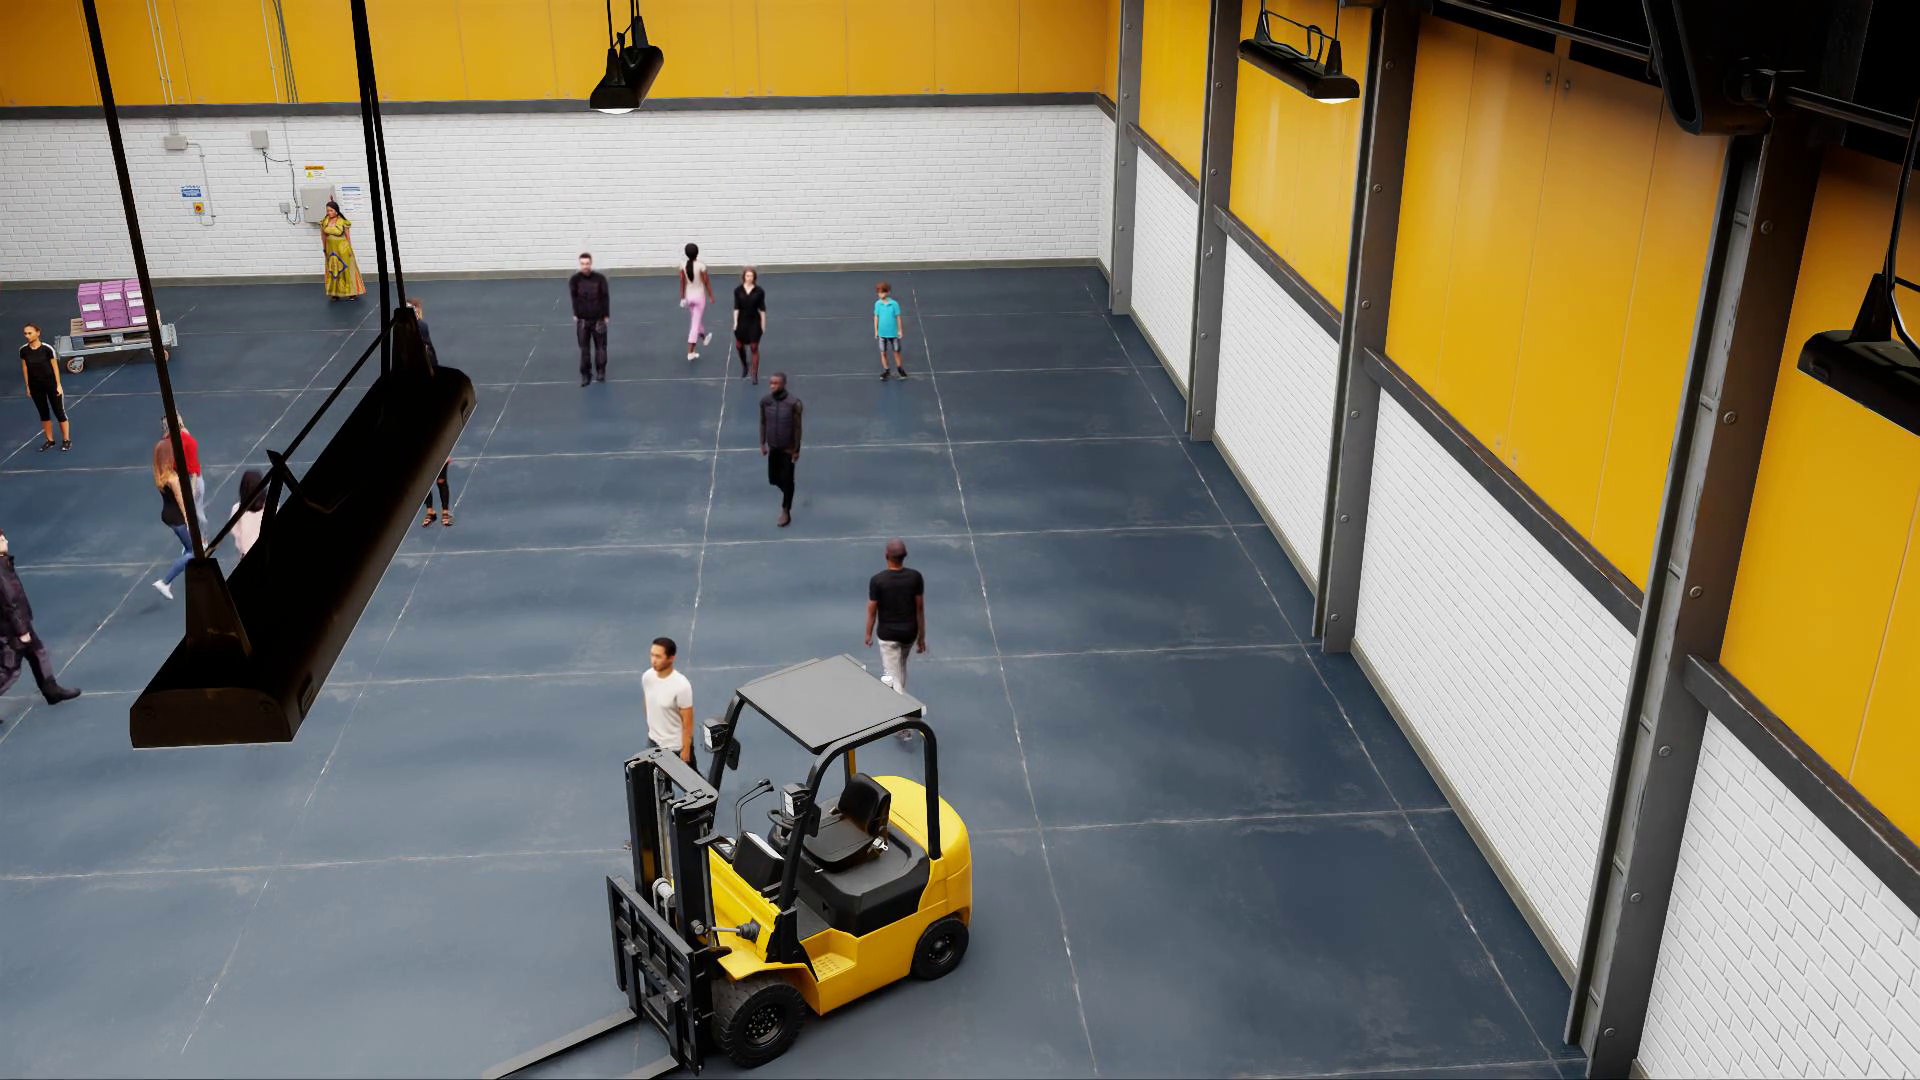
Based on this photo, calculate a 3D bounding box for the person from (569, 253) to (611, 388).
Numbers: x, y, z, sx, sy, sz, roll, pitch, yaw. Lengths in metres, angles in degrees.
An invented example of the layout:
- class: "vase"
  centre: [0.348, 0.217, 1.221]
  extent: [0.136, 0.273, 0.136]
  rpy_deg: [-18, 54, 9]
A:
- class: "person"
  centre: [-5.234, -3.168, 23.636]
  extent: [0.696, 1.890, 0.900]
  rpy_deg: [-2, 24, -6]

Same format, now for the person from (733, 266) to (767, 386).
- class: "person"
  centre: [-2.994, -3.079, 23.671]
  extent: [0.644, 1.698, 0.601]
  rpy_deg: [0, 24, 0]

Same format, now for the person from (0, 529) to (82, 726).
- class: "person"
  centre: [-8.488, 0.792, 14.687]
  extent: [1.157, 1.802, 1.226]
  rpy_deg: [-15, 28, -31]

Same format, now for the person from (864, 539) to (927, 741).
- class: "person"
  centre: [-0.532, 0.899, 14.490]
  extent: [0.915, 1.764, 1.273]
  rpy_deg: [-10, 25, -21]

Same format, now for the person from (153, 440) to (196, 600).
- class: "person"
  centre: [-8.073, -0.187, 17.049]
  extent: [0.939, 1.703, 0.987]
  rpy_deg: [19, 30, 37]

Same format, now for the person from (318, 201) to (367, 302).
- class: "person"
  centre: [-10.360, -4.826, 27.715]
  extent: [0.839, 1.659, 0.749]
  rpy_deg: [-1, 24, -3]

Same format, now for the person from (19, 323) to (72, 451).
- class: "person"
  centre: [-11.636, -1.964, 21.160]
  extent: [0.579, 1.667, 0.499]
  rpy_deg: [-1, 24, -3]

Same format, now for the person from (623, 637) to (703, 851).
- class: "person"
  centre: [-2.187, 1.548, 13.000]
  extent: [1.047, 1.768, 1.191]
  rpy_deg: [13, 27, 27]

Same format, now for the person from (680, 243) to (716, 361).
- class: "person"
  centre: [-3.955, -3.502, 24.640]
  extent: [0.930, 1.697, 1.198]
  rpy_deg: [10, 25, 21]

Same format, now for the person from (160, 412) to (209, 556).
- class: "person"
  centre: [-8.363, -0.647, 18.111]
  extent: [0.662, 1.695, 0.636]
  rpy_deg: [4, 24, 9]

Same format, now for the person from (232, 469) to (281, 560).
- class: "person"
  centre: [-6.759, 0.204, 16.123]
  extent: [0.793, 1.728, 1.132]
  rpy_deg: [-6, 24, -14]

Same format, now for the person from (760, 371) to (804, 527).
- class: "person"
  centre: [-1.970, -1.075, 18.933]
  extent: [0.872, 1.821, 0.955]
  rpy_deg: [8, 25, 18]

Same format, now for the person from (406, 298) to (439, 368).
- class: "person"
  centre: [-7.125, -2.409, 22.207]
  extent: [1.009, 1.643, 1.150]
  rpy_deg: [13, 27, 28]

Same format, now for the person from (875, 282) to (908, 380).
- class: "person"
  centre: [-0.990, -2.997, 23.815]
  extent: [0.663, 1.432, 0.688]
  rpy_deg: [1, 24, 3]
